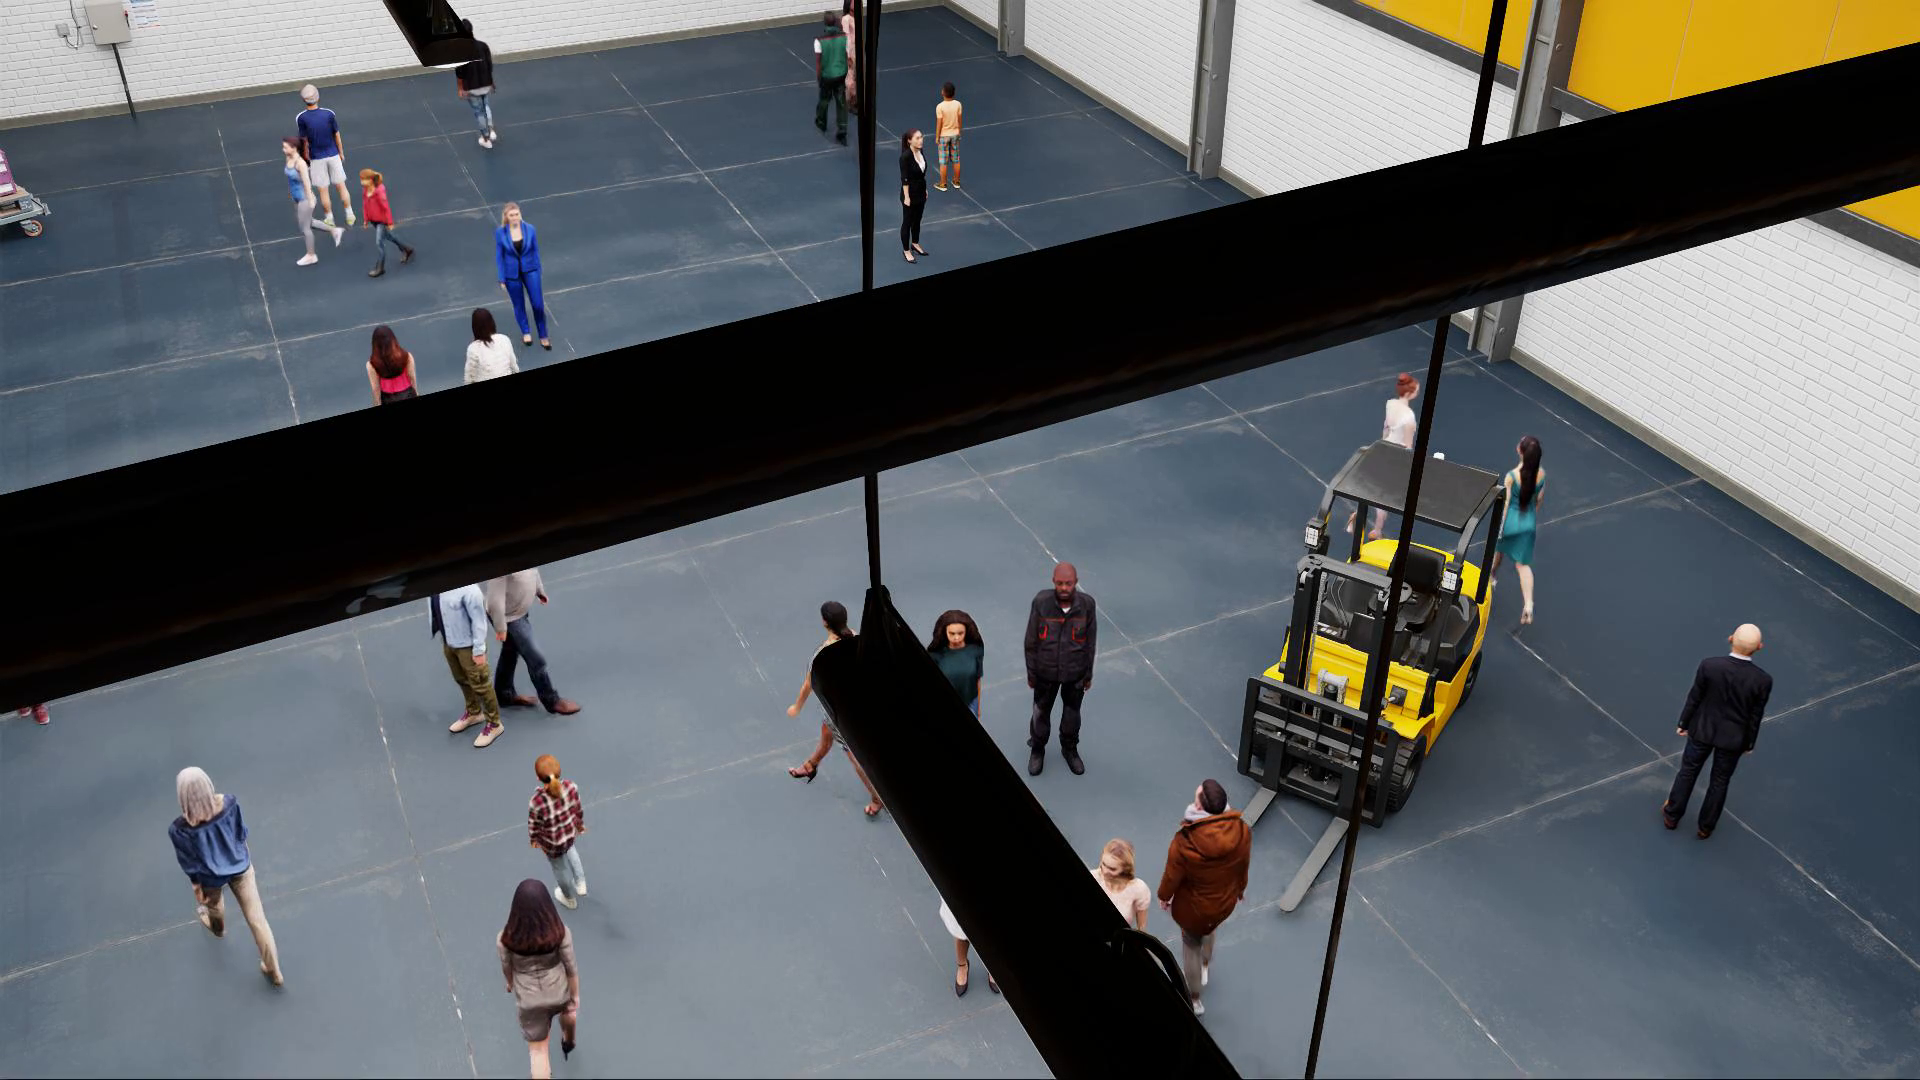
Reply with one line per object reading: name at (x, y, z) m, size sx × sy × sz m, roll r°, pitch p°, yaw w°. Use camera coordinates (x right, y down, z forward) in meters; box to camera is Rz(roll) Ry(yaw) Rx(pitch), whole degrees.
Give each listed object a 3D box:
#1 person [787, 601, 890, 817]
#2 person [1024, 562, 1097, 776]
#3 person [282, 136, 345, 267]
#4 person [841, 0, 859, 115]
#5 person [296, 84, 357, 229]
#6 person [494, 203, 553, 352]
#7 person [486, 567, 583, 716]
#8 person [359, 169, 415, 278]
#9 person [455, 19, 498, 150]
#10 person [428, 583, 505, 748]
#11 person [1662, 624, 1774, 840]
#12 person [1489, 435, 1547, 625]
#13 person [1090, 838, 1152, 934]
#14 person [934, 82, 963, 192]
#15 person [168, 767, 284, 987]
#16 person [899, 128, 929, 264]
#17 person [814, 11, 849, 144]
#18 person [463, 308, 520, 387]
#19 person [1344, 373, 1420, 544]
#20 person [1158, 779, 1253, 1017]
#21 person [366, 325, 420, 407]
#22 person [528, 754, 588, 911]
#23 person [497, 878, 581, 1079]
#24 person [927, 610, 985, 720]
person at (-0.778, 1.267, 11.935) m, size 1.171 × 1.771 × 1.039 m, roll 15°, pitch 36°, yaw 21°
person at (0.747, 0.928, 12.397) m, size 0.777 × 1.825 × 0.745 m, roll -2°, pitch 34°, yaw -3°
person at (-7.940, -4.167, 20.267) m, size 0.730 × 1.597 × 0.880 m, roll -23°, pitch 40°, yaw -30°
person at (-1.609, -7.239, 24.777) m, size 0.757 × 1.721 × 0.686 m, roll 10°, pitch 35°, yaw 14°
person at (-8.071, -4.863, 21.098) m, size 0.654 × 1.836 × 0.563 m, roll -19°, pitch 38°, yaw -26°
person at (-4.868, -2.946, 18.351) m, size 0.663 × 1.685 × 0.738 m, roll -10°, pitch 35°, yaw -15°
person at (-3.552, 0.568, 12.894) m, size 1.031 × 1.873 × 1.032 m, roll -1°, pitch 34°, yaw -1°
person at (-6.955, -3.881, 20.119) m, size 0.950 × 1.284 × 0.852 m, roll 22°, pitch 39°, yaw 29°
person at (-6.764, -6.411, 23.456) m, size 0.804 × 1.804 × 0.786 m, roll -28°, pitch 43°, yaw -35°
person at (-3.775, 0.761, 12.662) m, size 0.655 × 1.810 × 0.808 m, roll 25°, pitch 41°, yaw 33°
person at (5.374, 1.358, 11.773) m, size 0.717 × 1.798 × 0.822 m, roll 19°, pitch 38°, yaw 26°
person at (4.737, -0.059, 14.040) m, size 0.797 × 1.648 × 1.143 m, roll -2°, pitch 34°, yaw -3°
person at (0.926, 2.476, 10.064) m, size 0.636 × 1.829 × 0.712 m, roll 14°, pitch 36°, yaw 20°
person at (-0.148, -5.410, 22.260) m, size 0.520 × 1.461 × 0.490 m, roll -16°, pitch 37°, yaw -22°
person at (-4.671, 2.191, 10.662) m, size 1.222 × 1.640 × 0.912 m, roll 28°, pitch 43°, yaw 35°
person at (-0.571, -4.225, 20.296) m, size 0.725 × 1.662 × 0.697 m, roll 19°, pitch 38°, yaw 26°
person at (-1.765, -6.549, 23.668) m, size 0.690 × 1.799 × 1.058 m, roll -13°, pitch 36°, yaw -19°
person at (-4.458, -1.442, 16.156) m, size 0.952 × 1.609 × 0.815 m, roll 25°, pitch 41°, yaw 33°
person at (3.764, -0.676, 14.845) m, size 0.729 × 1.787 × 0.740 m, roll -7°, pitch 34°, yaw -10°
person at (1.566, 2.278, 10.368) m, size 0.724 × 1.822 × 0.728 m, roll -12°, pitch 36°, yaw -18°
person at (-5.322, -1.237, 15.826) m, size 0.594 × 1.634 × 0.865 m, roll -12°, pitch 35°, yaw -17°
person at (-2.687, 2.005, 11.251) m, size 0.619 × 1.298 × 0.602 m, roll 29°, pitch 43°, yaw 36°
person at (-2.456, 2.743, 9.772) m, size 0.731 × 1.708 × 1.144 m, roll -8°, pitch 34°, yaw -12°
person at (-0.033, 1.184, 12.199) m, size 0.657 × 1.617 × 0.667 m, roll -6°, pitch 34°, yaw -9°
